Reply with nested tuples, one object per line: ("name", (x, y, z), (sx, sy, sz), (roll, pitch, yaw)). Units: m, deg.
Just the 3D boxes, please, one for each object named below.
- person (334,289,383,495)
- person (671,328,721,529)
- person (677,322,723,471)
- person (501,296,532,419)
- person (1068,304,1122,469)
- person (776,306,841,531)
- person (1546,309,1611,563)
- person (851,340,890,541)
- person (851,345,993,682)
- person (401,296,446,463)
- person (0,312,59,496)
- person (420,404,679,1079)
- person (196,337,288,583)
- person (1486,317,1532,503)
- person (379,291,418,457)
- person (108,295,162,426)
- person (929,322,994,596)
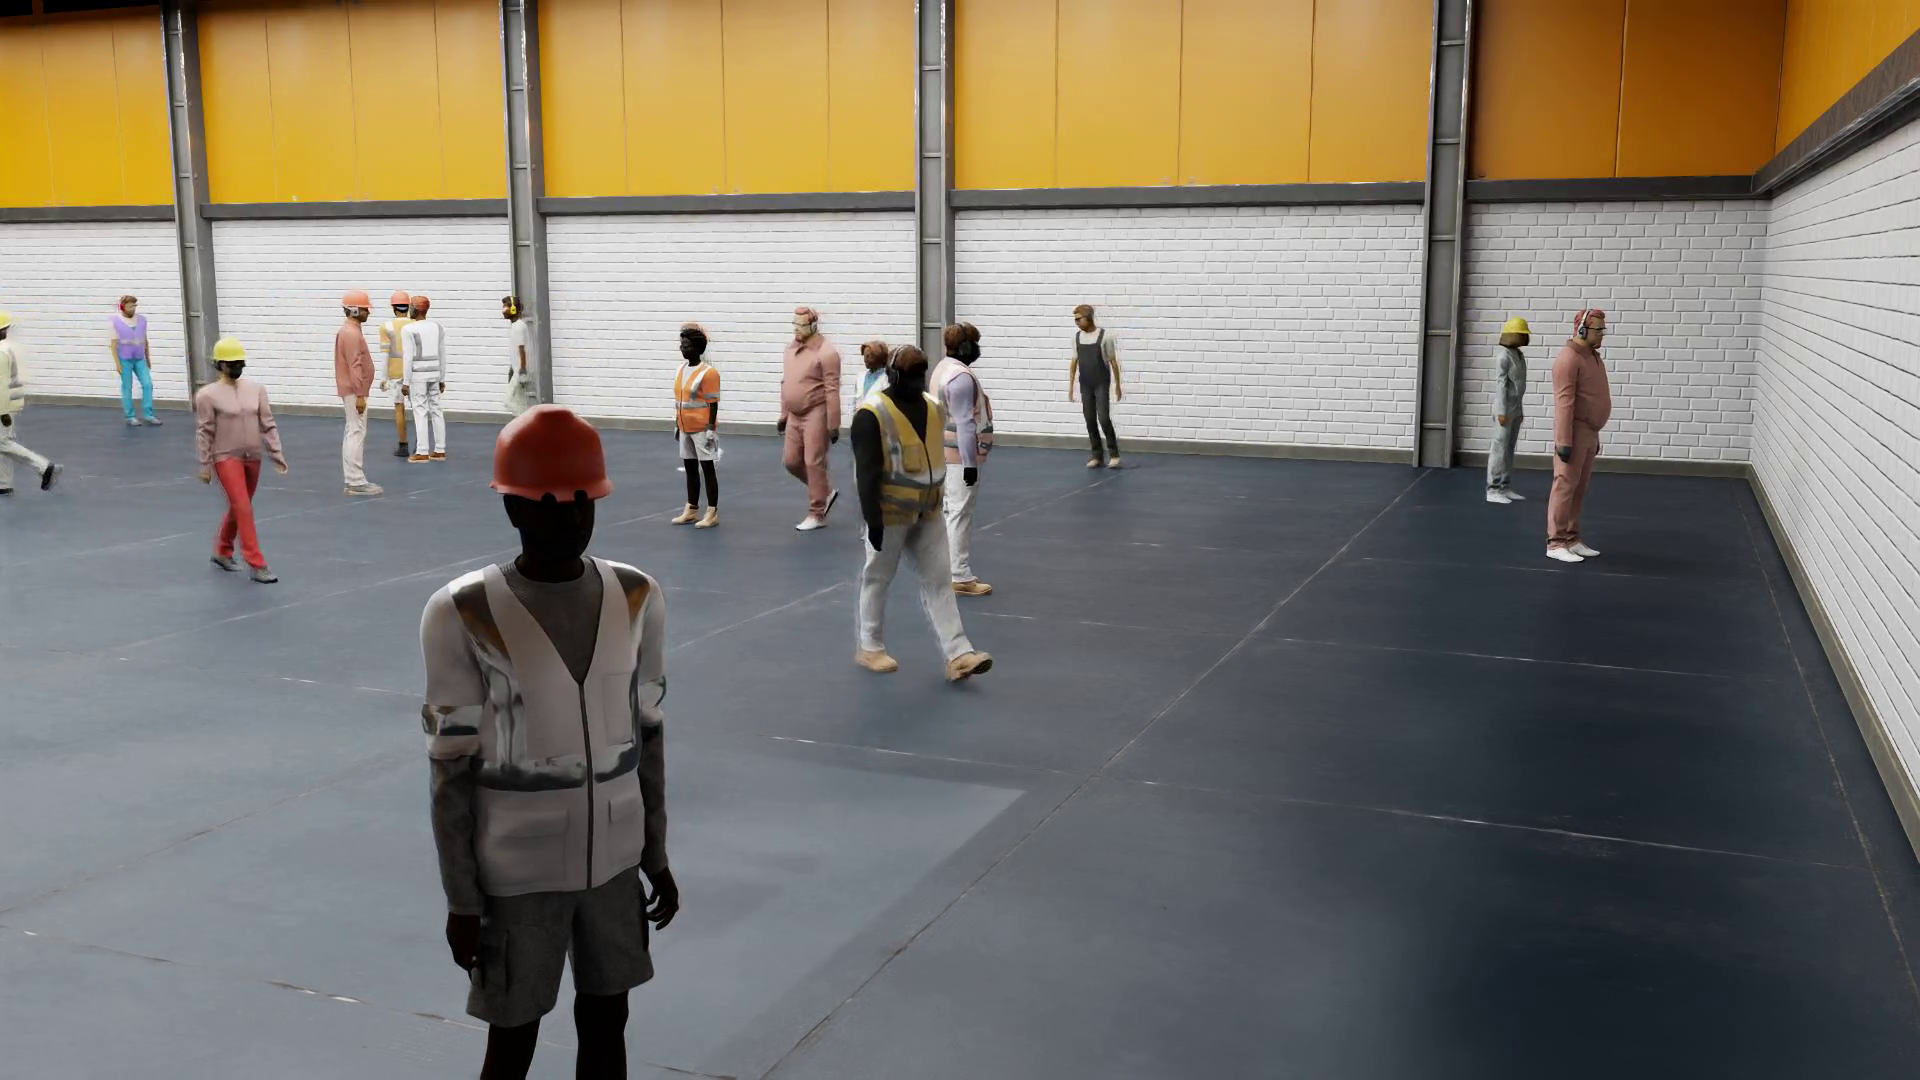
("person", (-5.856, -1.434, 16.183), (0.402, 1.988, 0.622), (-4, 10, -25))
("person", (-2.240, -0.945, 14.107), (0.529, 1.697, 0.321), (9, 13, 43))
("person", (-2.814, -1.519, 17.820), (0.461, 1.615, 0.514), (2, 10, 10))
("person", (-5.409, -2.045, 20.339), (0.436, 1.848, 0.532), (-3, 10, -17))
("person", (1.457, -1.667, 18.148), (0.538, 1.804, 0.472), (6, 11, 31))
("person", (-1.228, -1.023, 14.014), (0.520, 1.884, 0.669), (-9, 13, -42))
("person", (4.679, -0.786, 12.540), (0.404, 1.900, 0.638), (7, 12, 37))
("person", (-0.639, -0.814, 13.509), (0.464, 1.622, 0.528), (-8, 13, -41))
("person", (-0.244, -0.129, 8.855), (0.659, 1.792, 0.952), (-8, 12, -39))
("person", (-6.060, -1.806, 18.791), (0.382, 1.885, 0.588), (6, 11, 32))
("person", (-9.097, -1.303, 15.933), (0.673, 1.814, 0.598), (-4, 10, -21))
("person", (-0.844, 0.678, 3.544), (0.544, 1.939, 0.354), (-8, 12, -40))
("person", (-5.145, -0.581, 11.831), (0.896, 1.725, 0.534), (6, 11, 32))
("person", (5.185, -1.221, 15.644), (0.318, 1.742, 0.492), (8, 12, 39))
("person", (-6.485, -1.927, 19.397), (0.560, 1.922, 0.464), (-6, 11, -33))
("person", (-11.361, -2.460, 22.921), (0.748, 1.811, 0.608), (6, 11, 32))
("person", (0.014, -0.551, 11.281), (0.429, 1.841, 0.639), (-2, 10, -14))
